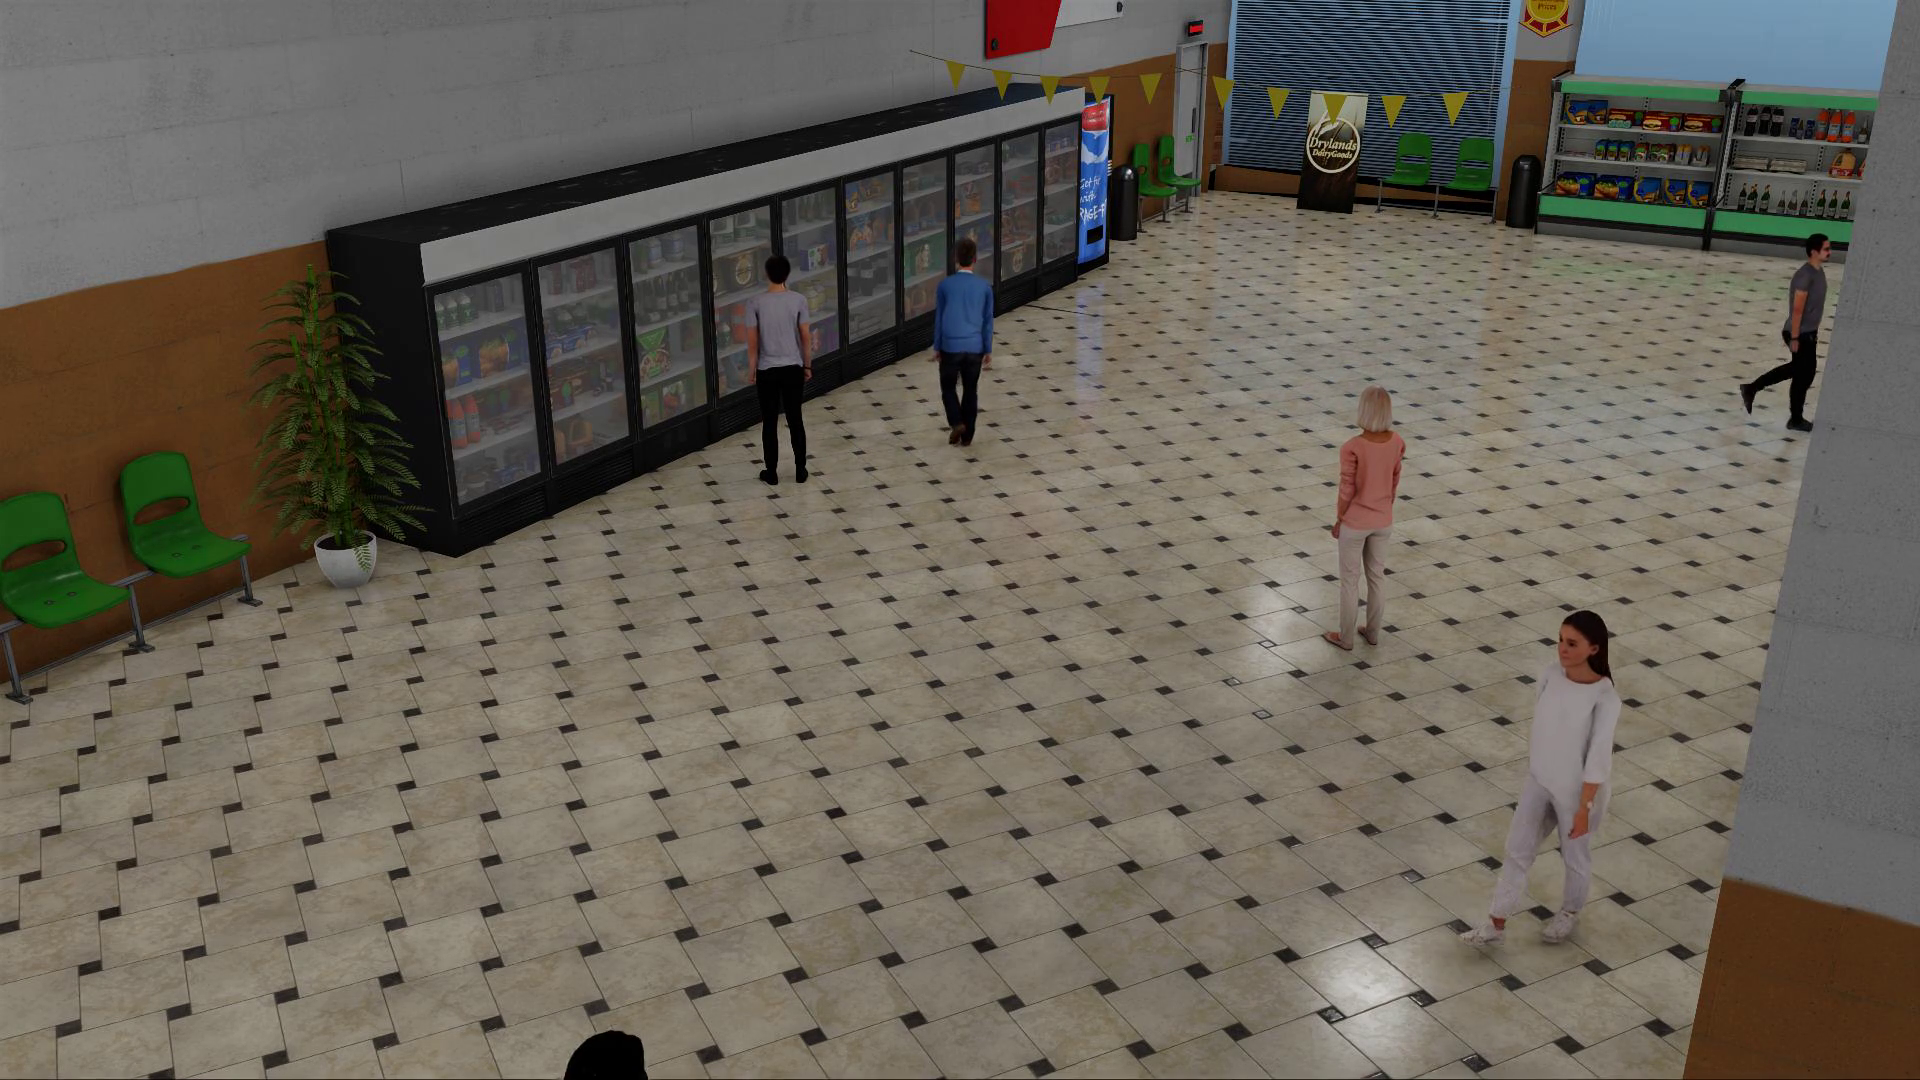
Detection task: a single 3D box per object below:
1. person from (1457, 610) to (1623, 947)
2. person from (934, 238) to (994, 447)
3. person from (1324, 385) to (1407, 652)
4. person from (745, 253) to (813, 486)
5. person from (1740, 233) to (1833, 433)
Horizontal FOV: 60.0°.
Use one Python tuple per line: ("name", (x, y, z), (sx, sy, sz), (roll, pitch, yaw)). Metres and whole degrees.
("person", (2.779, 1.086, 7.483), (0.910, 1.664, 0.953), (-15, 26, -33))
("person", (0.021, -1.615, 14.028), (0.993, 1.795, 0.998), (-1, 22, -2))
("person", (2.549, -0.140, 10.450), (0.681, 1.726, 0.718), (-8, 23, -20))
("person", (-1.441, -1.355, 13.289), (0.727, 1.864, 0.791), (-5, 23, -13))
("person", (7.339, -1.835, 14.659), (0.984, 1.733, 0.674), (15, 26, 33))
